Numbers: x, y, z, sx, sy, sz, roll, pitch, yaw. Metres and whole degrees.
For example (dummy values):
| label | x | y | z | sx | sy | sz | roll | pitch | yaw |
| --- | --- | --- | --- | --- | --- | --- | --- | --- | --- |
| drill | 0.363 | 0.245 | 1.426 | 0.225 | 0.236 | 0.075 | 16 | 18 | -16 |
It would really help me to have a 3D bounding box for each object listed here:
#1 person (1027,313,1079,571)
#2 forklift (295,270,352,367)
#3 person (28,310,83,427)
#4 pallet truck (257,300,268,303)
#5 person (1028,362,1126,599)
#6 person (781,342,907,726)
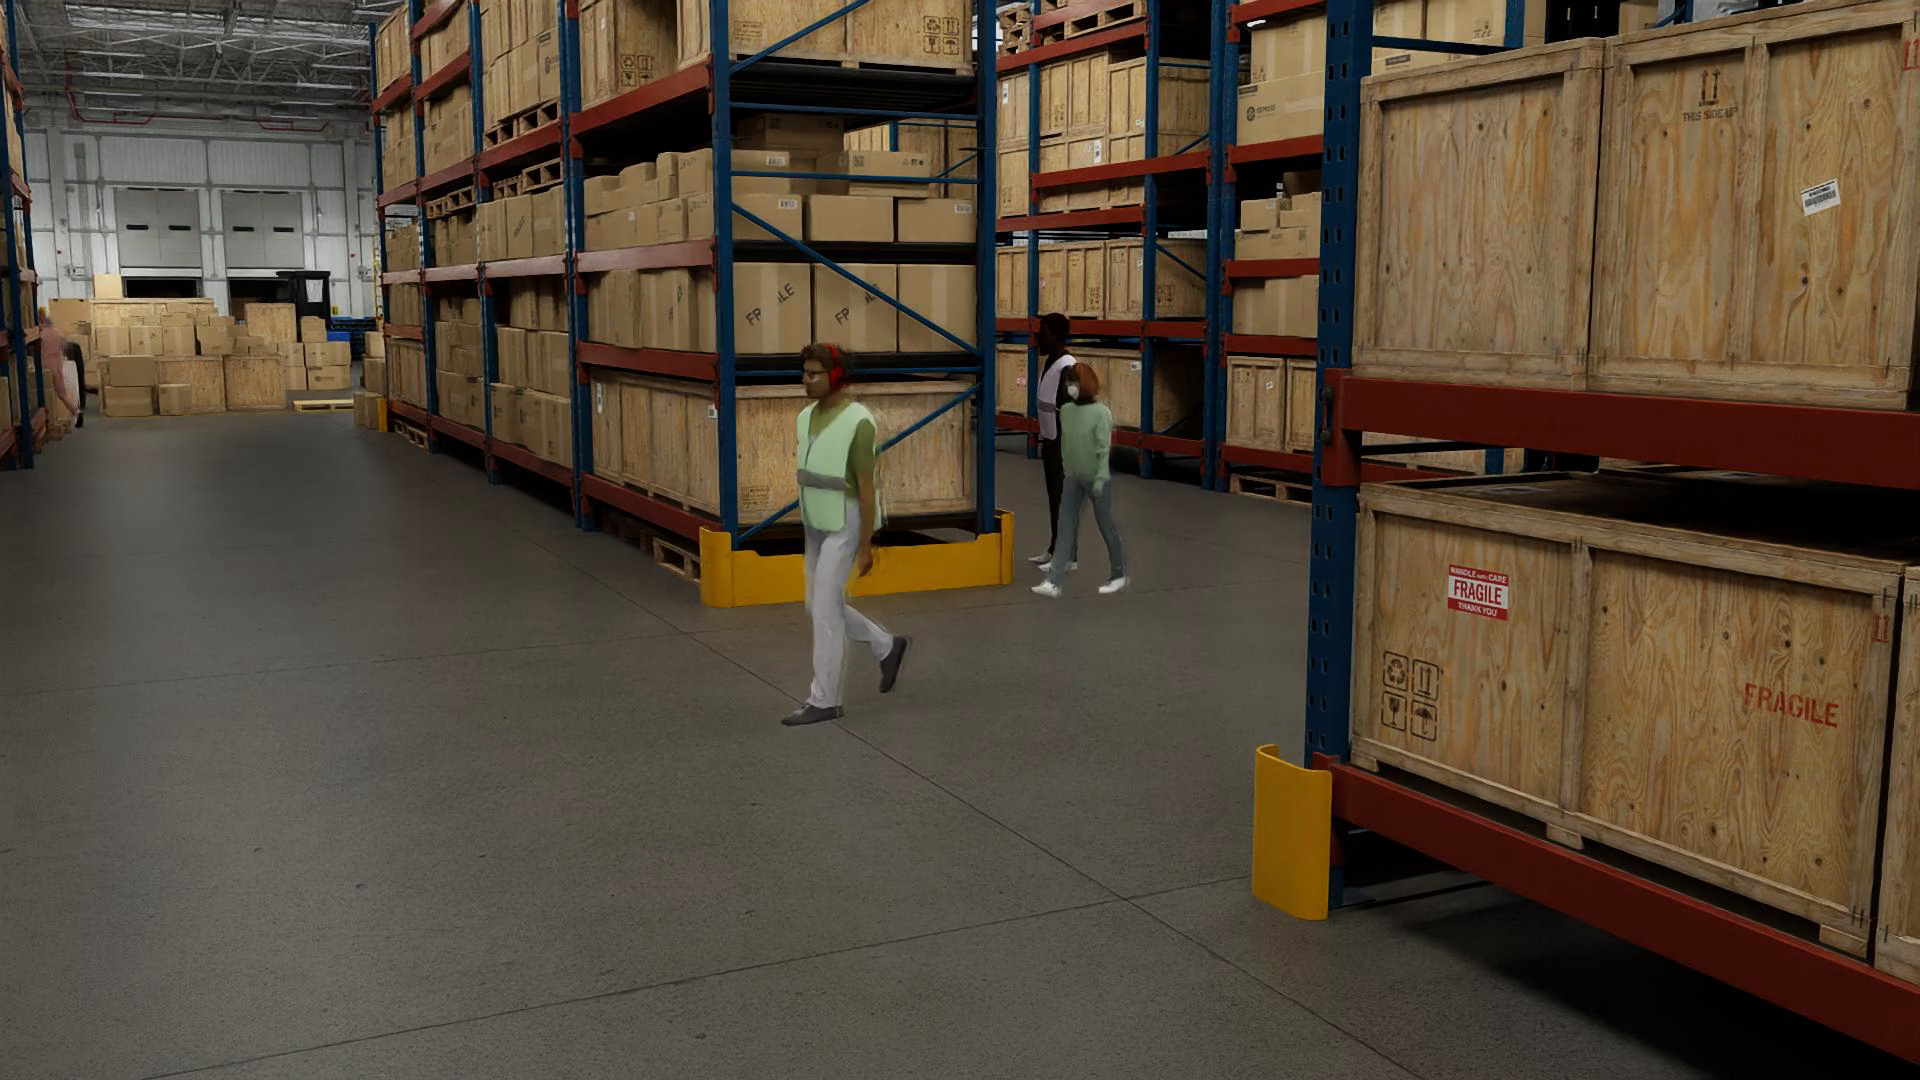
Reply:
| label | x | y | z | sx | sy | sz | roll | pitch | yaw |
| --- | --- | --- | --- | --- | --- | --- | --- | --- | --- |
| person | 0.740 | -0.730 | 12.416 | 0.390 | 1.920 | 0.587 | -1 | 8 | -9 |
| forklift | -18.442 | -6.309 | 47.594 | 1.873 | 2.768 | 1.129 | 6 | 10 | 36 |
| person | -14.163 | -2.645 | 25.908 | 0.841 | 1.878 | 0.673 | 2 | 9 | 16 |
| pallet truck | -23.913 | -7.404 | 58.171 | 1.885 | 1.965 | 0.823 | -1 | 8 | -9 |
| person | 0.839 | -0.396 | 11.209 | 0.843 | 1.589 | 0.520 | -7 | 11 | -42 |
| person | -0.557 | -0.043 | 8.027 | 0.718 | 1.826 | 0.569 | -6 | 10 | -36 |
